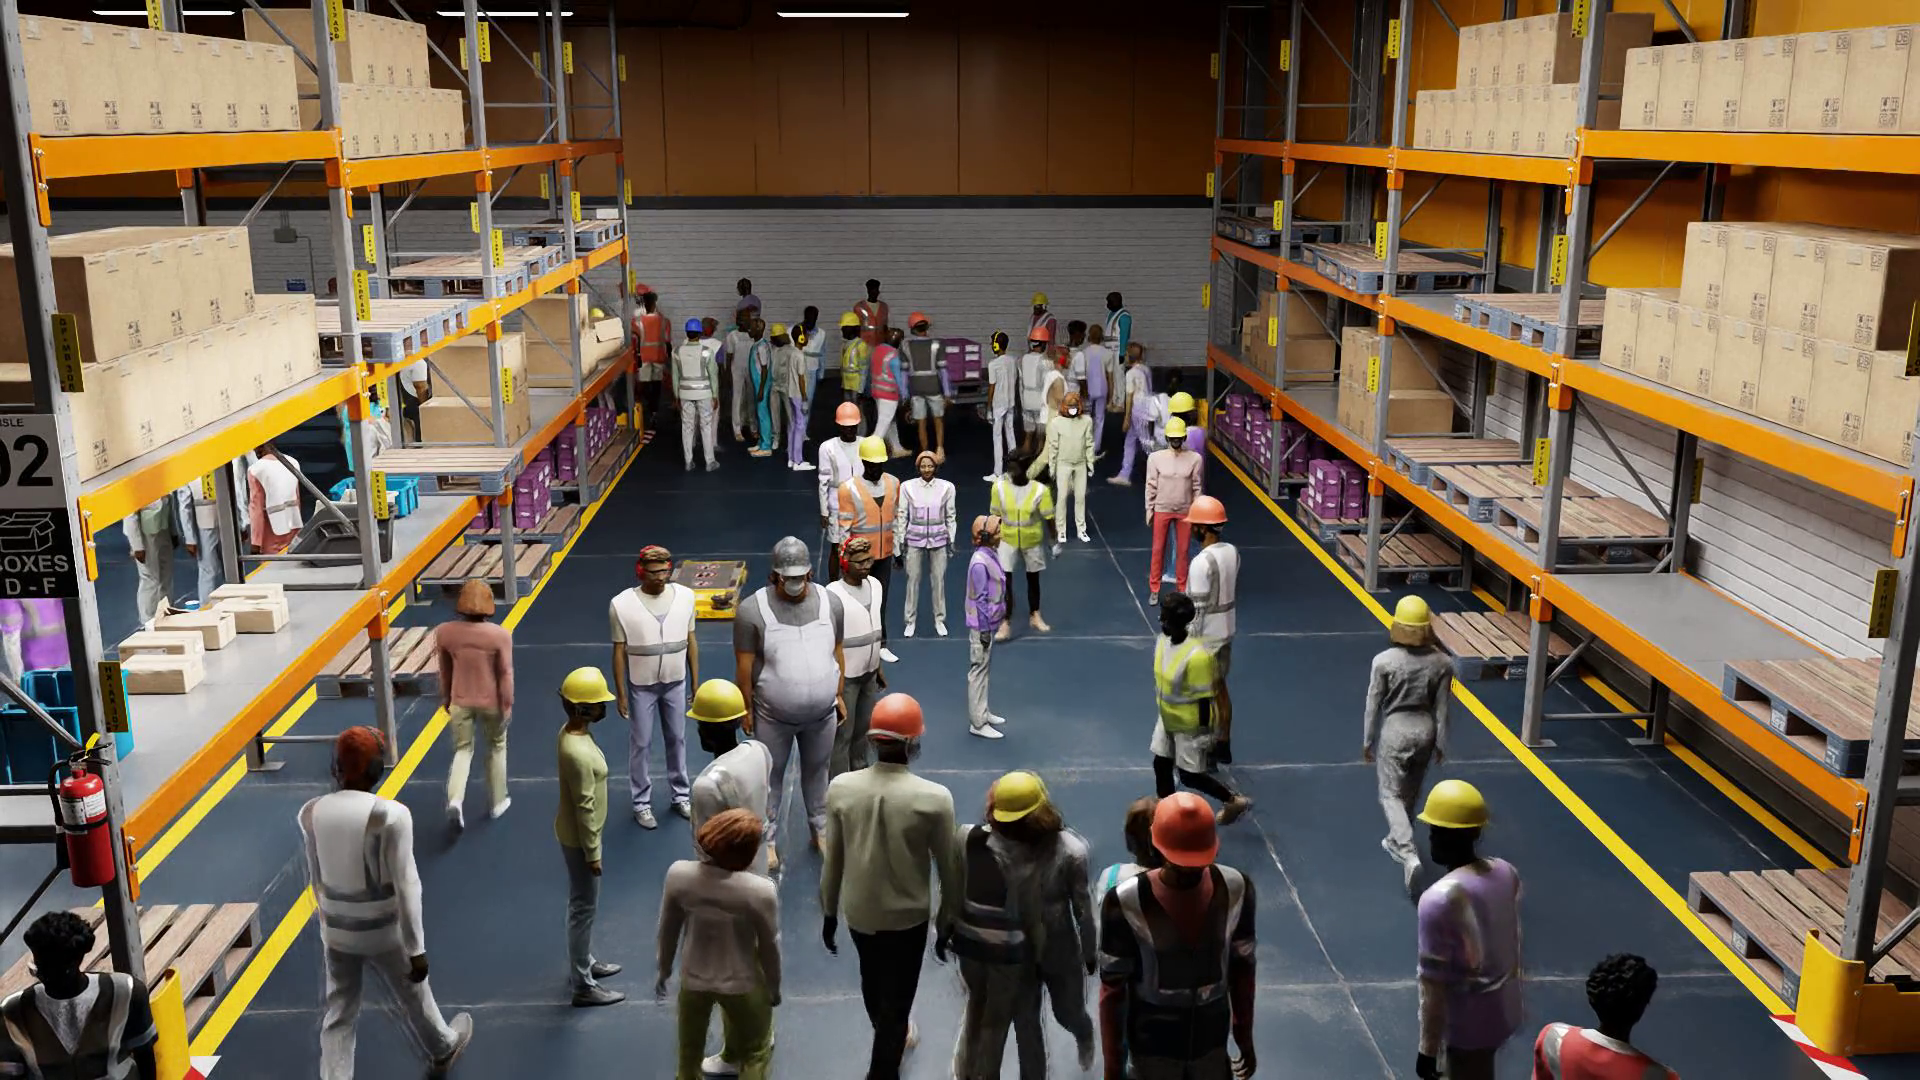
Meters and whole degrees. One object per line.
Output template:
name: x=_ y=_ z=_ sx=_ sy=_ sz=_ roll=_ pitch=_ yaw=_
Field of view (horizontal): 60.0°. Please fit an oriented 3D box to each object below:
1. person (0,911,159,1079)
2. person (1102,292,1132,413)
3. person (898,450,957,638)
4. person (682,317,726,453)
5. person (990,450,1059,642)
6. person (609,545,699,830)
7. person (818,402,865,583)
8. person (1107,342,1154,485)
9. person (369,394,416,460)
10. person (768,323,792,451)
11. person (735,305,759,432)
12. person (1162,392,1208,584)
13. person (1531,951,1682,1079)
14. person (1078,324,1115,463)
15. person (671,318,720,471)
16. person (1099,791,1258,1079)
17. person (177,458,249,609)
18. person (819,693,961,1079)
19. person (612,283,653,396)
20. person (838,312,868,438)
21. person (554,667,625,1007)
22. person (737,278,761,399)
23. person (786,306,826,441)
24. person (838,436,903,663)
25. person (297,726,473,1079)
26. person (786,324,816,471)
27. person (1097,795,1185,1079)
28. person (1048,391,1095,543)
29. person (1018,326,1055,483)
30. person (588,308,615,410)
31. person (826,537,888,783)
person: x=-3.187 y=2.125 z=6.061 sx=0.540 sy=1.696 sz=0.317 roll=-7 pitch=16 yaw=-25
person: x=2.375 y=-2.872 z=25.423 sx=0.429 sy=1.830 sz=0.639 roll=-5 pitch=15 yaw=-18
person: x=-0.285 y=0.031 z=14.395 sx=0.514 sy=1.642 sz=0.310 roll=-1 pitch=14 yaw=-6
person: x=-3.451 y=-2.070 z=22.291 sx=0.603 sy=1.828 sz=0.400 roll=2 pitch=14 yaw=8
person: x=0.547 y=0.051 z=14.264 sx=0.597 sy=1.658 sz=0.702 roll=1 pitch=14 yaw=3
person: x=-1.929 y=0.912 z=10.548 sx=0.562 sy=1.838 sz=0.389 roll=-8 pitch=17 yaw=-30
person: x=-0.999 y=-0.299 z=15.101 sx=0.551 sy=1.935 sz=0.372 roll=-4 pitch=15 yaw=-17
person: x=2.248 y=-1.487 z=20.069 sx=0.956 sy=1.801 sz=0.508 roll=8 pitch=16 yaw=28
person: x=-5.571 y=-0.596 z=16.476 sx=0.404 sy=1.829 sz=0.600 roll=8 pitch=16 yaw=29
person: x=-2.419 y=-2.067 z=22.452 sx=0.493 sy=1.731 sz=0.330 roll=7 pitch=16 yaw=25
person: x=-2.992 y=-2.452 z=23.788 sx=0.506 sy=1.819 sz=0.556 roll=4 pitch=15 yaw=17
person: x=2.105 y=-0.446 z=15.768 sx=0.573 sy=1.938 sz=0.619 roll=11 pitch=18 yaw=37
person: x=2.190 y=2.217 z=5.718 sx=0.320 sy=1.692 sz=0.536 roll=-13 pitch=19 yaw=-42
person: x=1.719 y=-1.857 z=21.438 sx=0.547 sy=1.821 sz=0.602 roll=1 pitch=14 yaw=5
person: x=-3.350 y=-1.839 z=21.133 sx=0.603 sy=1.943 sz=0.398 roll=2 pitch=14 yaw=9
person: x=0.837 y=1.894 z=6.311 sx=0.618 sy=2.028 sz=0.409 roll=-3 pitch=15 yaw=-12
person: x=-6.442 y=-0.091 z=14.352 sx=0.410 sy=1.908 sz=0.598 roll=8 pitch=16 yaw=28
person: x=-0.298 y=1.651 z=7.460 sx=0.652 sy=1.943 sz=0.976 roll=5 pitch=15 yaw=19
person: x=-5.408 y=-3.258 z=26.914 sx=0.932 sy=1.855 sz=0.575 roll=-10 pitch=17 yaw=-34
person: x=-1.424 y=-2.049 z=21.987 sx=0.371 sy=1.929 sz=0.585 roll=-8 pitch=16 yaw=-29
person: x=-1.882 y=1.491 z=8.434 sx=0.338 sy=1.761 sz=0.524 roll=-4 pitch=15 yaw=-16
person: x=-3.368 y=-3.205 z=26.528 sx=0.374 sy=1.933 sz=0.625 roll=5 pitch=15 yaw=19
person: x=-2.151 y=-2.310 z=23.100 sx=0.653 sy=1.884 sz=0.453 roll=-7 pitch=16 yaw=-27
person: x=-0.711 y=0.096 z=13.568 sx=0.593 sy=1.925 sz=0.384 roll=-11 pitch=18 yaw=-36
person: x=-2.581 y=1.718 z=7.412 sx=0.648 sy=1.816 sz=1.015 roll=4 pitch=15 yaw=15
person: x=-2.051 y=-1.815 z=21.208 sx=0.327 sy=1.863 sz=0.511 roll=-6 pitch=16 yaw=-23
person: x=0.701 y=1.918 z=6.663 sx=0.393 sy=1.815 sz=0.640 roll=-7 pitch=16 yaw=-27
person: x=1.175 y=-0.772 z=17.583 sx=0.504 sy=1.622 sz=0.298 roll=-4 pitch=15 yaw=-15
person: x=0.960 y=-1.661 z=20.475 sx=0.390 sy=1.925 sz=0.550 roll=-13 pitch=19 yaw=-41
person: x=-5.168 y=-2.437 z=23.838 sx=0.330 sy=1.765 sz=0.533 roll=-12 pitch=18 yaw=-38
person: x=-0.689 y=0.871 z=10.688 sx=0.389 sy=1.846 sz=0.566 roll=9 pitch=17 yaw=31
